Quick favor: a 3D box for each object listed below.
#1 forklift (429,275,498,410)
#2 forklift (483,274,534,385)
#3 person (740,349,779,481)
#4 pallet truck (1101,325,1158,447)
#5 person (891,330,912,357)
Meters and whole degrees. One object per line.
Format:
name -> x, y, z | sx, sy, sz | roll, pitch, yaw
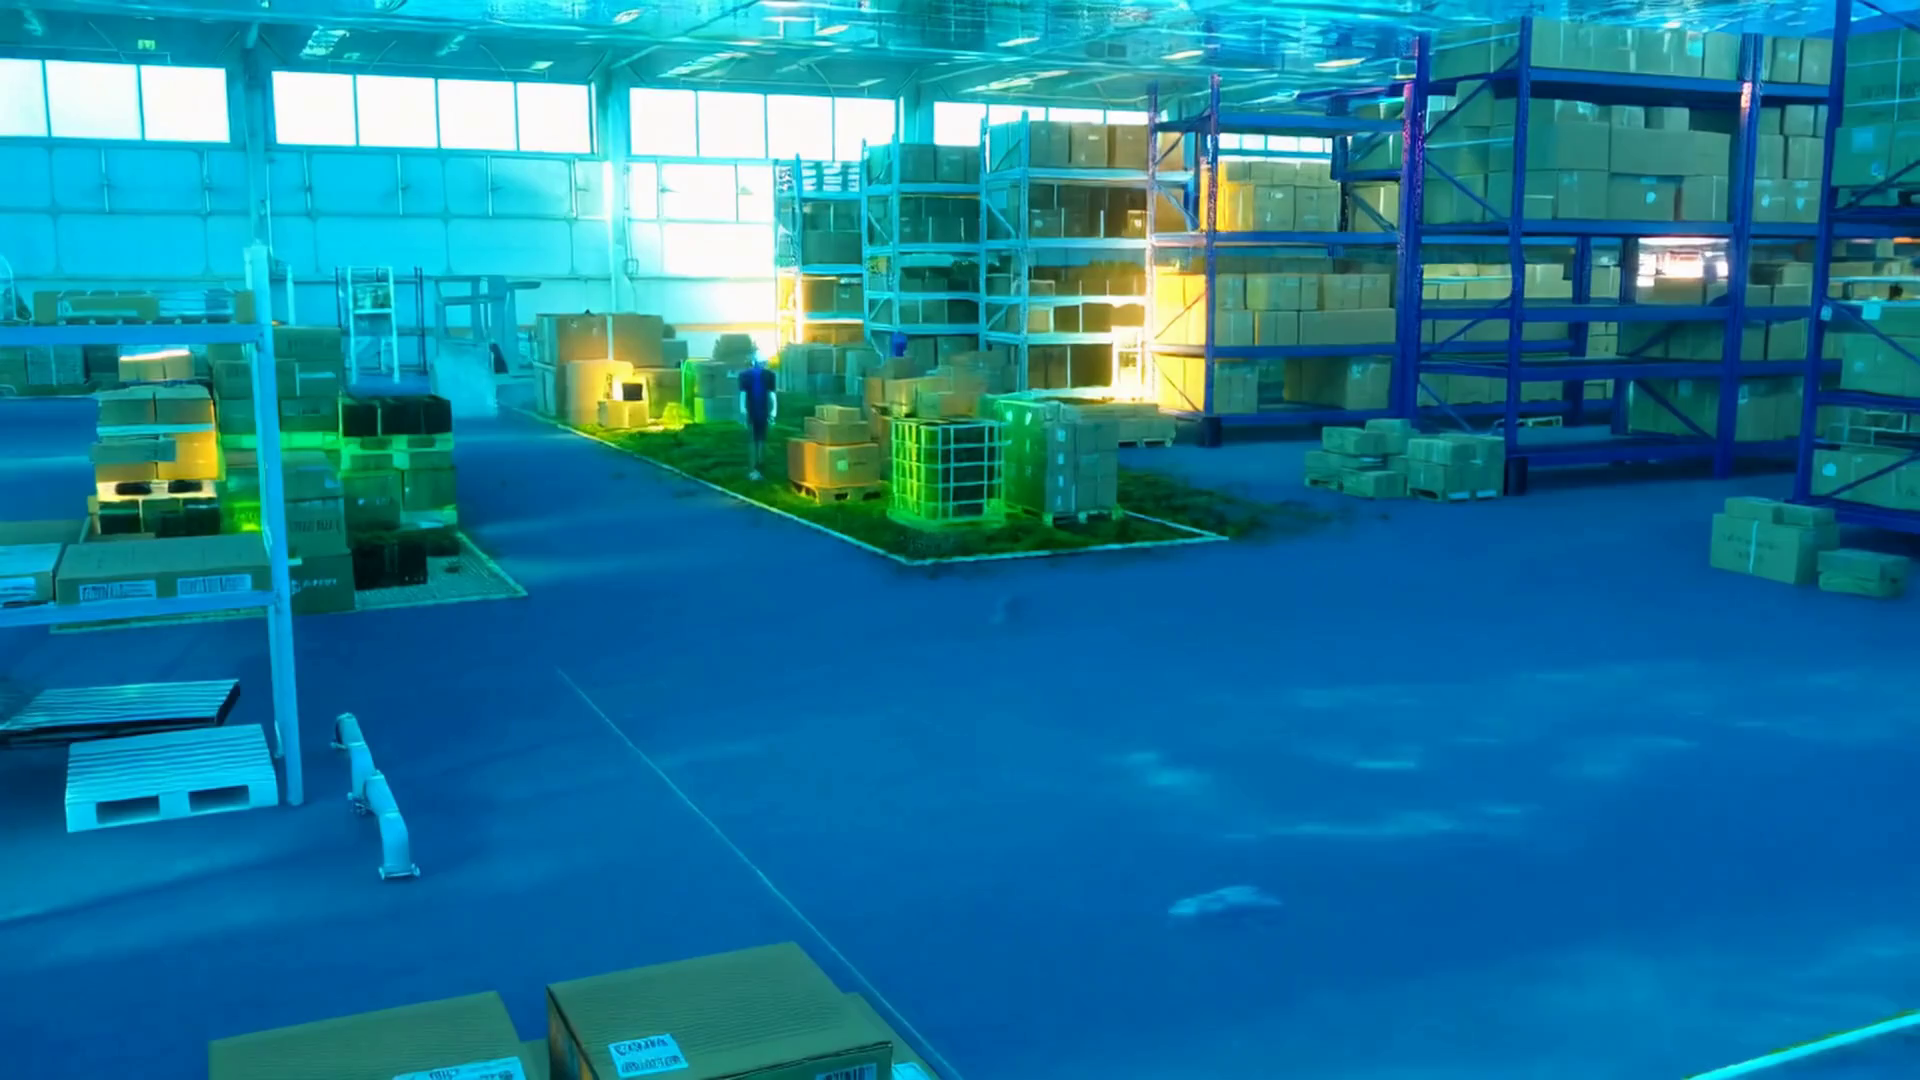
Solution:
forklift -> -10.415, -4.113, 34.606 | 1.129, 2.768, 1.873 | -4, 10, -25
forklift -> -11.745, -5.339, 42.214 | 1.873, 2.768, 1.129 | -4, 10, -25
person -> -2.772, -1.721, 23.015 | 0.524, 1.828, 0.776 | -2, 9, -11
pallet truck -> 2.881, -2.596, 27.923 | 0.823, 1.965, 1.885 | -1, 9, -7
person -> -1.303, -3.751, 36.219 | 0.525, 1.627, 0.488 | 5, 10, 26
